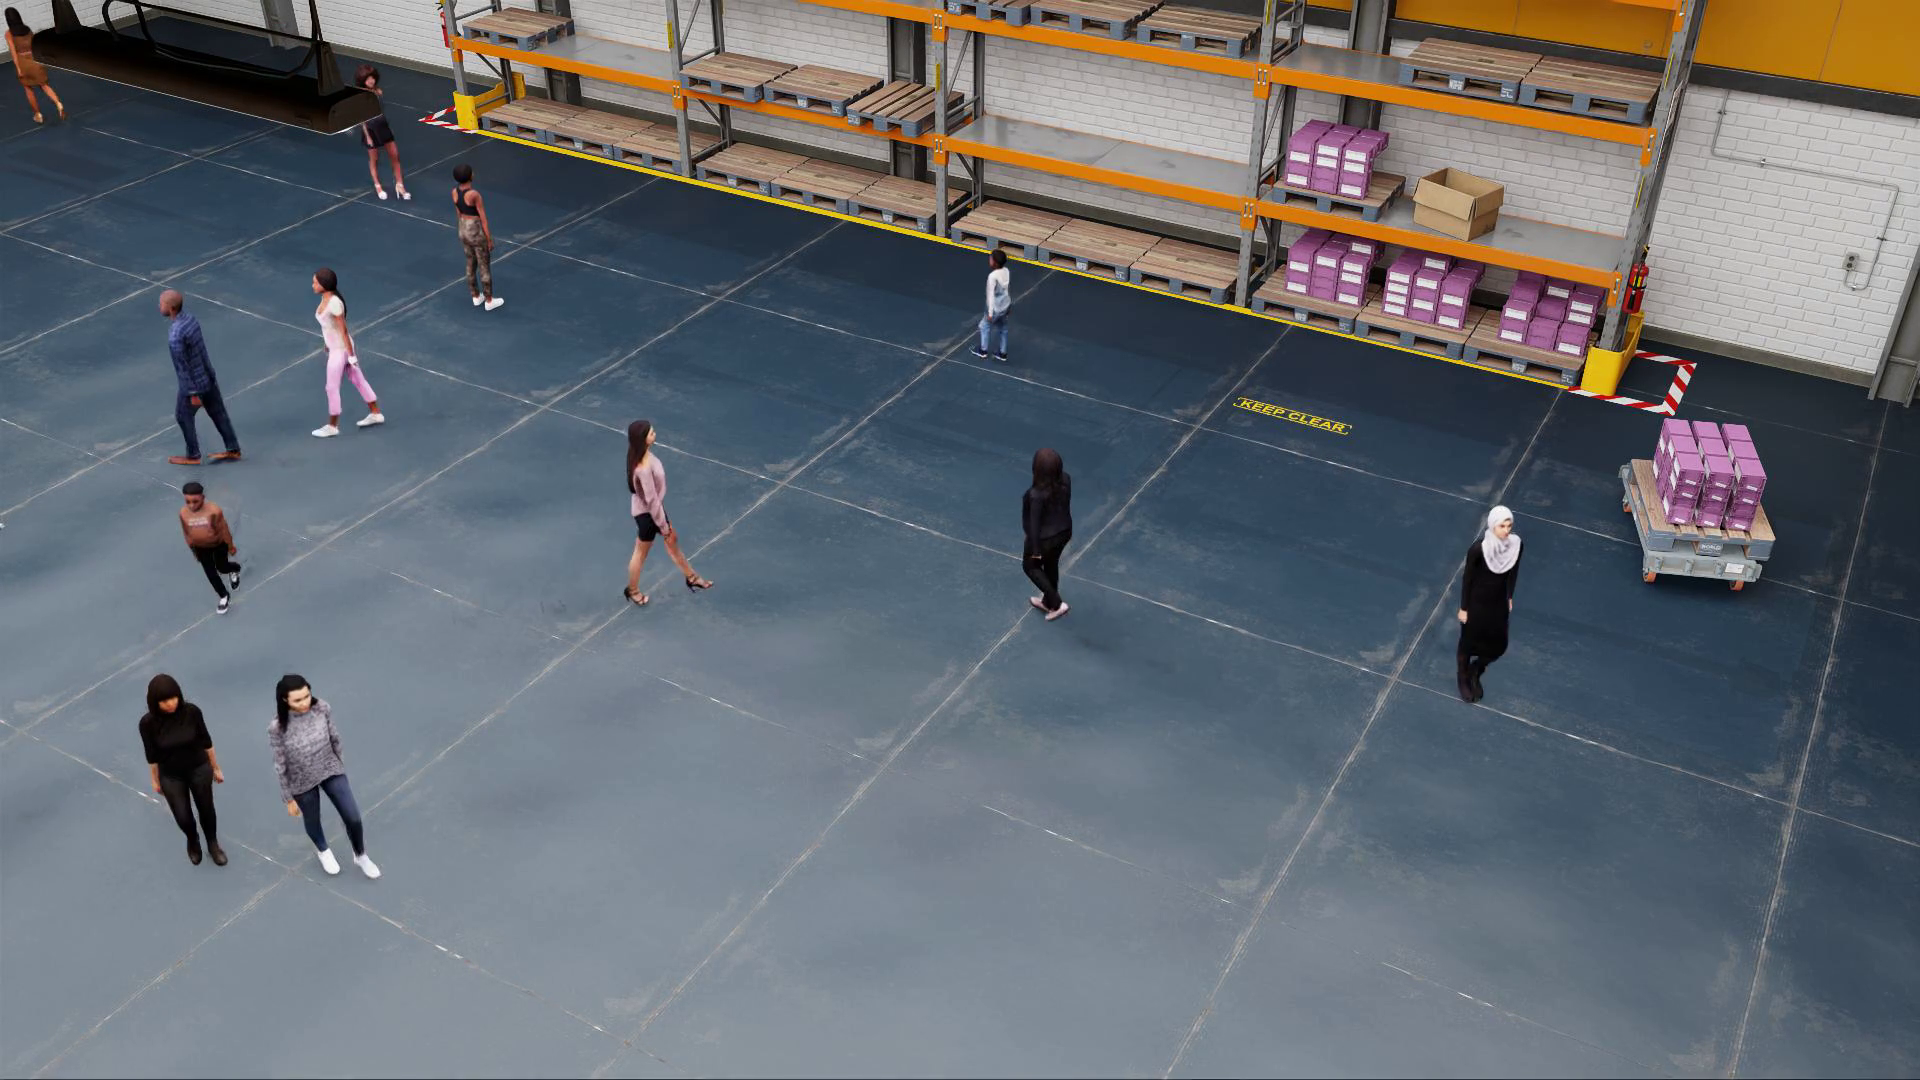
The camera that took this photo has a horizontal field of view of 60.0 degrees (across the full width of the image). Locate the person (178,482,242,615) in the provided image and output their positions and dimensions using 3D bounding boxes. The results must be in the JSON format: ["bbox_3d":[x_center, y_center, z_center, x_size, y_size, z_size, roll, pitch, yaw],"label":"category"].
[{"bbox_3d":[-6.291,-0.003,13.983,0.746,1.236,0.775,-2,34,-3],"label":"person"}]

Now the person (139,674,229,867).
[{"bbox_3d":[-5.295,1.527,11.323,0.683,1.633,0.708,-20,39,-27],"label":"person"}]

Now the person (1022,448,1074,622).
[{"bbox_3d":[0.787,-0.010,13.658,0.820,1.608,0.724,27,42,34],"label":"person"}]

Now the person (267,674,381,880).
[{"bbox_3d":[-4.393,1.553,11.214,0.779,1.712,0.852,-22,40,-30],"label":"person"}]

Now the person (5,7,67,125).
[{"bbox_3d":[-13.198,-6.709,23.682,0.982,1.670,0.594,20,39,27],"label":"person"}]

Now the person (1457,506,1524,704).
[{"bbox_3d":[3.999,0.455,12.815,0.730,1.768,0.806,-4,34,-7],"label":"person"}]

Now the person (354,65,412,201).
[{"bbox_3d":[-7.547,-5.229,21.363,0.845,1.770,0.663,28,43,35],"label":"person"}]

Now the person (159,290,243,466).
[{"bbox_3d":[-7.161,-1.527,15.770,1.049,1.797,0.951,-1,34,-2],"label":"person"}]

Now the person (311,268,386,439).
[{"bbox_3d":[-5.990,-1.866,16.353,0.974,1.717,0.995,-16,37,-23],"label":"person"}]

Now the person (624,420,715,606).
[{"bbox_3d":[-2.668,-0.173,13.748,1.104,1.780,1.017,-6,34,-9],"label":"person"}]

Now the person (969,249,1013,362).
[{"bbox_3d":[0.441,-2.476,17.694,0.699,1.247,0.582,26,42,34],"label":"person"}]

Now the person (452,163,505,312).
[{"bbox_3d":[-5.466,-3.414,18.699,0.472,1.697,0.619,17,37,24],"label":"person"}]
